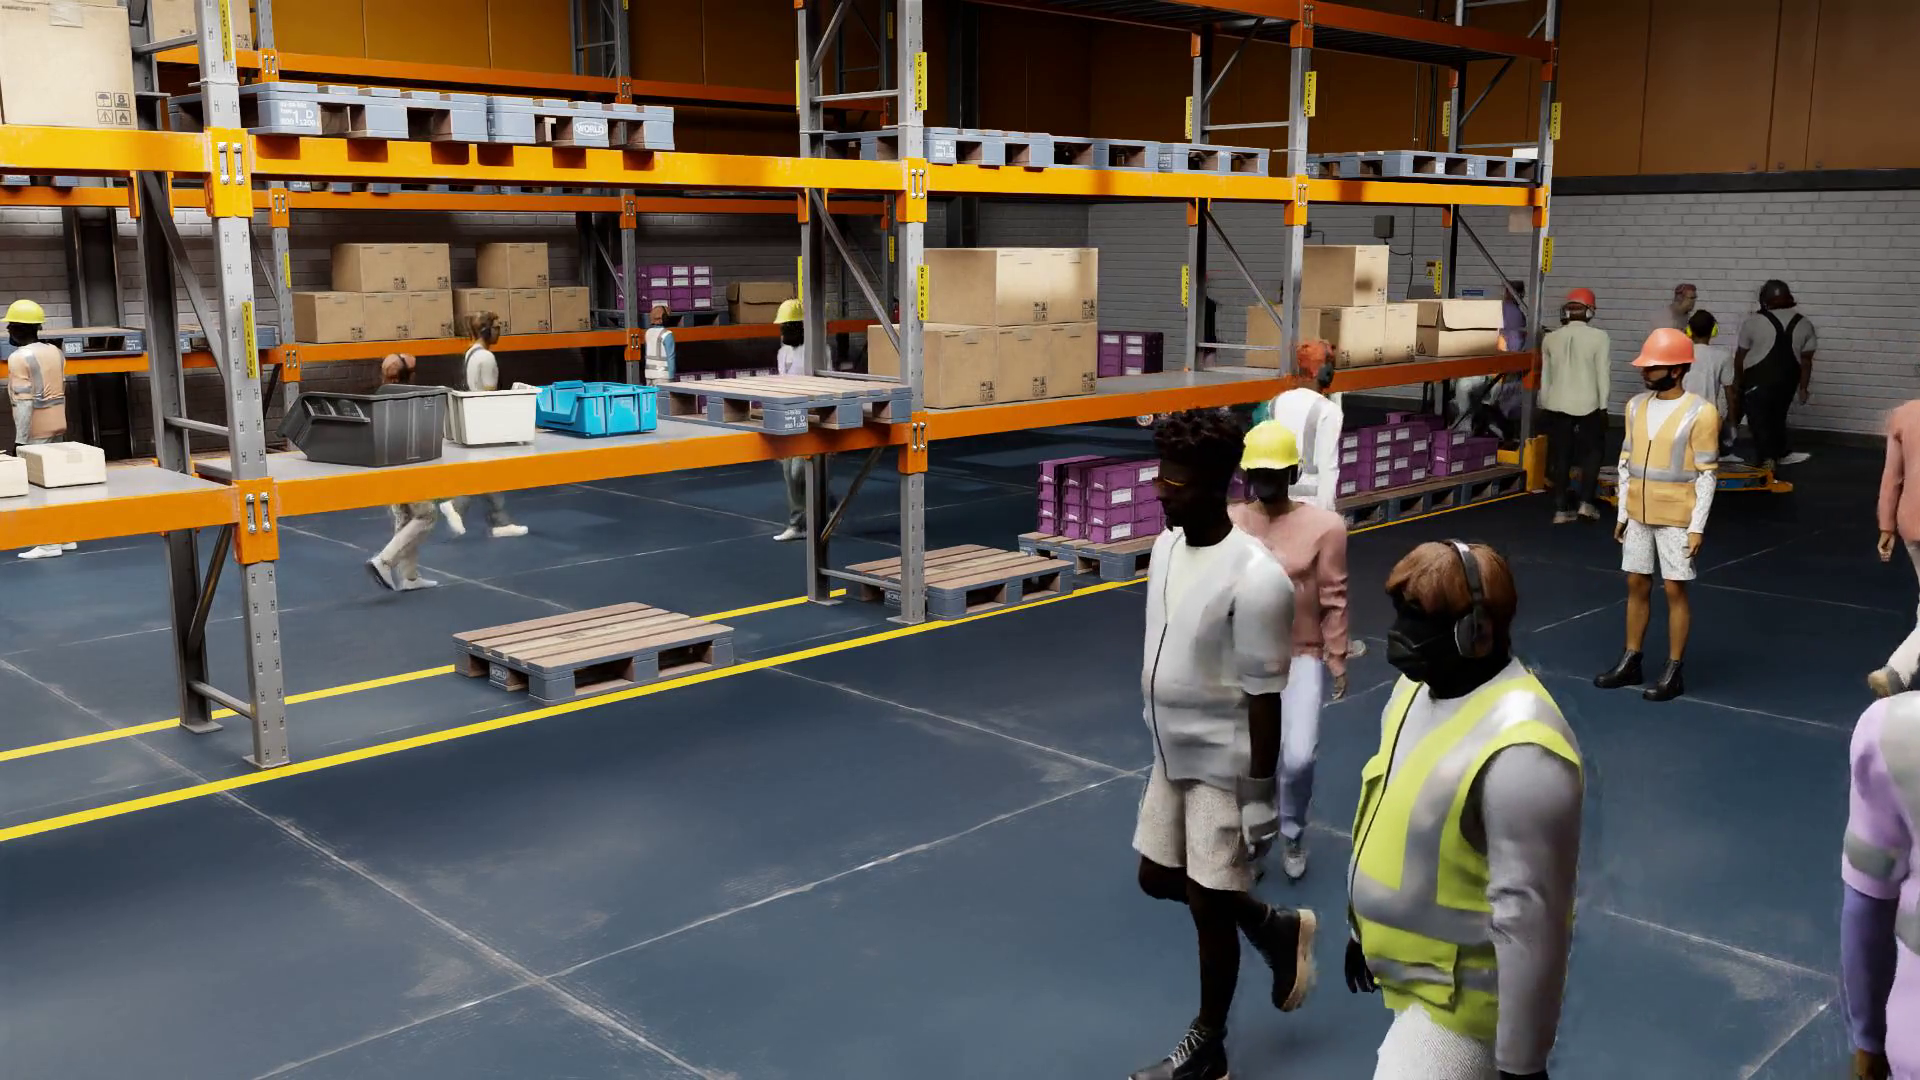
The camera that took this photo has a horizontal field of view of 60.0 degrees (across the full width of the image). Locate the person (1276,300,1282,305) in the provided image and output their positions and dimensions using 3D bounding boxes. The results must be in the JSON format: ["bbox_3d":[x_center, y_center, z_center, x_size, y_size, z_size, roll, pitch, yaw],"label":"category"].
[{"bbox_3d":[4.552,-2.690,22.862,0.514,1.850,0.426,-8,13,-37],"label":"person"}]

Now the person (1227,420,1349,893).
[{"bbox_3d":[1.122,0.438,6.036,0.551,1.751,0.365,4,11,20],"label":"person"}]

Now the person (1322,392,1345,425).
[{"bbox_3d":[3.741,-1.675,17.473,0.827,1.780,0.602,9,13,39],"label":"person"}]

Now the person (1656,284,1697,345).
[{"bbox_3d":[7.852,-1.843,18.129,0.649,1.879,0.658,-9,14,-42],"label":"person"}]

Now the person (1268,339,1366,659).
[{"bbox_3d":[1.872,-0.198,9.265,0.944,1.848,0.590,-6,12,-30],"label":"person"}]

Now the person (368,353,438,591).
[{"bbox_3d":[-3.751,-0.434,11.121,0.535,1.623,0.455,10,14,44],"label":"person"}]

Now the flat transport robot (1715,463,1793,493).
[{"bbox_3d":[6.977,-0.579,15.633,1.431,0.197,0.652,-2,11,-8],"label":"flat transport robot"}]

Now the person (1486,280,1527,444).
[{"bbox_3d":[6.327,-2.032,19.113,0.415,1.894,0.682,-1,10,-4],"label":"person"}]

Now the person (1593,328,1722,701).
[{"bbox_3d":[3.631,-0.129,8.640,0.376,1.934,0.547,-6,12,-29],"label":"person"}]

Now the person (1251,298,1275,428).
[{"bbox_3d":[3.251,-1.666,17.494,0.513,1.753,0.538,-5,11,-23],"label":"person"}]

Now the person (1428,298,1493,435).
[{"bbox_3d":[6.041,-2.103,20.165,0.832,1.661,0.533,3,11,16],"label":"person"}]

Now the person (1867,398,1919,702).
[{"bbox_3d":[4.824,-0.067,8.230,0.876,1.970,0.627,-5,12,-25],"label":"person"}]

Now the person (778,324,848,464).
[{"bbox_3d":[-1.576,-1.765,17.712,1.030,1.881,0.656,-8,13,-38],"label":"person"}]

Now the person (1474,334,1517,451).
[{"bbox_3d":[5.837,-1.741,18.245,0.833,1.638,0.544,-3,11,-16],"label":"person"}]

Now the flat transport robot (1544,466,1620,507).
[{"bbox_3d":[5.996,-0.503,15.215,0.652,0.197,1.431,-2,11,-8],"label":"flat transport robot"}]

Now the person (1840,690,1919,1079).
[{"bbox_3d":[1.830,0.909,2.860,0.630,1.992,0.954,8,13,36],"label":"person"}]

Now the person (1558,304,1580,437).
[{"bbox_3d":[7.343,-2.010,19.790,0.541,1.617,0.539,-3,11,-18],"label":"person"}]

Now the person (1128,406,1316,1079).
[{"bbox_3d":[0.781,0.588,4.663,0.629,1.951,0.617,-5,11,-24],"label":"person"}]

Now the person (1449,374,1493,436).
[{"bbox_3d":[5.288,-1.605,17.377,0.537,1.700,0.810,-4,11,-20],"label":"person"}]

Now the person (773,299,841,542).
[{"bbox_3d":[-1.227,-0.931,13.076,0.487,1.907,0.602,-8,13,-38],"label":"person"}]

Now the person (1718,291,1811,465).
[{"bbox_3d":[8.483,-1.715,17.475,0.989,1.867,0.613,4,11,21],"label":"person"}]

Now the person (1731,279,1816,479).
[{"bbox_3d":[8.061,-1.625,16.505,0.687,2.000,0.974,1,10,3],"label":"person"}]

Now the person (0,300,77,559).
[{"bbox_3d":[-6.888,-0.824,12.434,0.352,1.929,0.594,0,10,0],"label":"person"}]

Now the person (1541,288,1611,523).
[{"bbox_3d":[5.188,-1.123,13.983,0.641,1.960,0.582,10,14,43],"label":"person"}]

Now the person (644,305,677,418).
[{"bbox_3d":[-3.370,-1.812,18.674,0.319,1.628,0.525,-9,14,-40],"label":"person"}]

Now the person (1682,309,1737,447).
[{"bbox_3d":[5.950,-0.942,13.412,0.569,1.818,0.988,6,12,29],"label":"person"}]

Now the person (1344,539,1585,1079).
[{"bbox_3d":[0.979,0.897,3.359,0.460,1.829,0.644,0,10,2],"label":"person"}]

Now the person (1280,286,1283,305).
[{"bbox_3d":[3.841,-2.042,19.286,0.318,1.859,0.517,1,10,4],"label":"person"}]

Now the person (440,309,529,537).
[{"bbox_3d":[-3.777,-0.897,13.120,0.619,1.832,0.536,-5,12,-26],"label":"person"}]

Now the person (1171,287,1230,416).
[{"bbox_3d":[3.151,-2.484,21.517,0.629,1.940,1.018,-9,13,-39],"label":"person"}]
